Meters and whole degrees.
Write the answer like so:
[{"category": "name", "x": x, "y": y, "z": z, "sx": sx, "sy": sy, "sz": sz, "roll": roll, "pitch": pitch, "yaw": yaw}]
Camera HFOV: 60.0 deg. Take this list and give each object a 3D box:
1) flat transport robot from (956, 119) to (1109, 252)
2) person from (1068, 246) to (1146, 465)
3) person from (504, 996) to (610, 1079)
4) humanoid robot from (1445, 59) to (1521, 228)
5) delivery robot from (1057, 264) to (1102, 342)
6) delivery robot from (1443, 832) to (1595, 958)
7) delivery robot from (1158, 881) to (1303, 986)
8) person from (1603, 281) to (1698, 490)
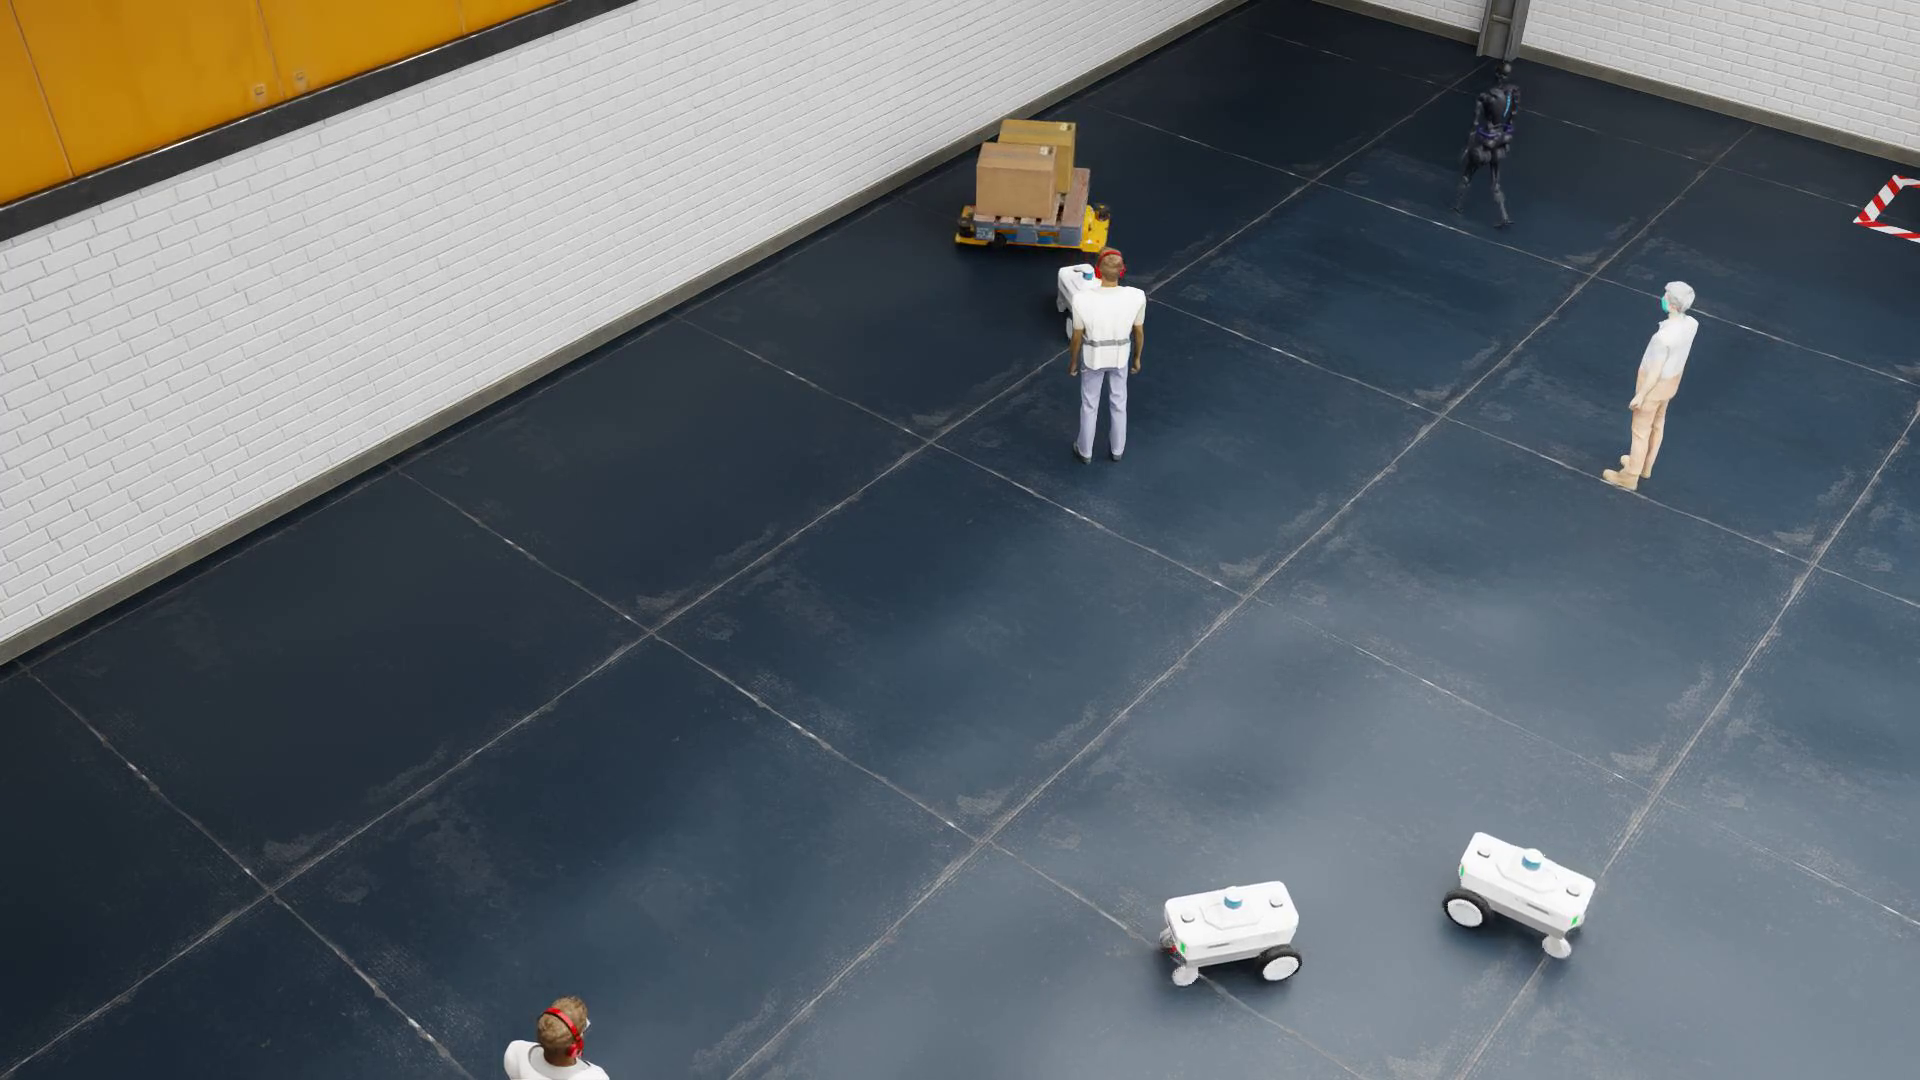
[{"category": "flat transport robot", "x": 0.709, "y": -3.053, "z": 16.076, "sx": 1.431, "sy": 0.231, "sz": 0.659, "roll": 5, "pitch": 39, "yaw": 6}, {"category": "person", "x": 1.115, "y": -1.380, "z": 12.744, "sx": 0.568, "sy": 1.842, "sz": 0.379, "roll": -4, "pitch": 39, "yaw": -5}, {"category": "person", "x": -1.746, "y": 2.754, "z": 7.624, "sx": 0.568, "sy": 1.832, "sz": 0.402, "roll": 15, "pitch": 41, "yaw": 18}, {"category": "humanoid robot", "x": 5.091, "y": -3.767, "z": 15.877, "sx": 0.591, "sy": 1.638, "sz": 0.749, "roll": -19, "pitch": 43, "yaw": -22}, {"category": "delivery robot", "x": 1.129, "y": -2.113, "z": 14.679, "sx": 0.499, "sy": 0.592, "sz": 0.774, "roll": -11, "pitch": 40, "yaw": -13}, {"category": "delivery robot", "x": 3.229, "y": 1.996, "z": 9.557, "sx": 0.745, "sy": 0.565, "sz": 0.499, "roll": 22, "pitch": 44, "yaw": 25}, {"category": "delivery robot", "x": 1.527, "y": 2.178, "z": 9.353, "sx": 0.789, "sy": 0.593, "sz": 0.499, "roll": -7, "pitch": 39, "yaw": -9}, {"category": "person", "x": 5.252, "y": -1.165, "z": 12.556, "sx": 0.493, "sy": 1.742, "sz": 0.302, "roll": -29, "pitch": 47, "yaw": -31}]
